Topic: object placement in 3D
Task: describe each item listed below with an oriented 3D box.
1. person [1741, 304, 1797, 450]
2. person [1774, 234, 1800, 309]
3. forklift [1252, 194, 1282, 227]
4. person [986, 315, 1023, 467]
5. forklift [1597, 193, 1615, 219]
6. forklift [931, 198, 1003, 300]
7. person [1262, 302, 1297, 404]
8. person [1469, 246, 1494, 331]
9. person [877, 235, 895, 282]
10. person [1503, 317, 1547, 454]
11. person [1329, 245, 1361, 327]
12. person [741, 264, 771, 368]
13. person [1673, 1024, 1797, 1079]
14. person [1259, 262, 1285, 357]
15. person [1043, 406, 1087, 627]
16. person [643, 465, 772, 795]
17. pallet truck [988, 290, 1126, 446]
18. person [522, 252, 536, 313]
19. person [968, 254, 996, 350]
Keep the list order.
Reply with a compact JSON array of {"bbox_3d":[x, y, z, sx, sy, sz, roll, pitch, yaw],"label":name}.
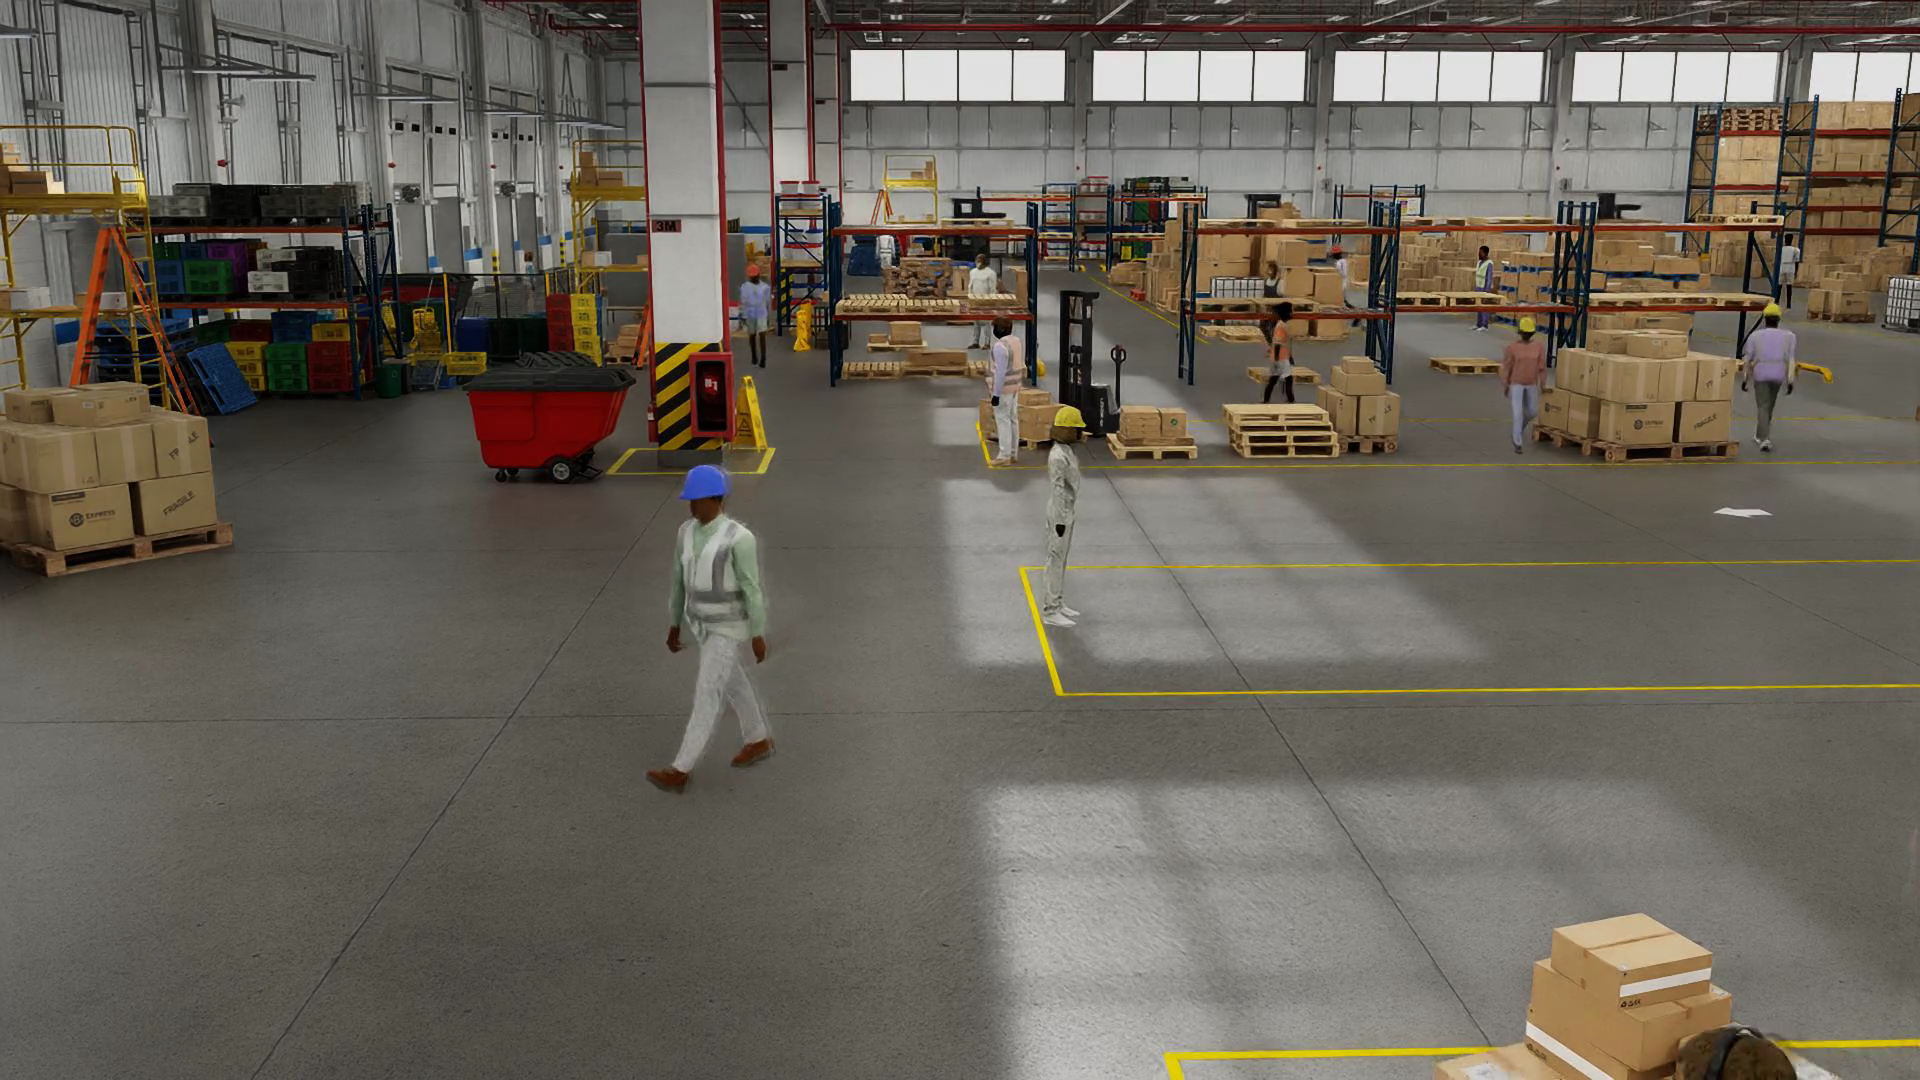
[{"bbox_3d":[10.479,-2.116,21.569,0.593,1.880,0.995,3,13,12],"label":"person"},{"bbox_3d":[21.611,-7.026,43.524,0.606,1.966,0.367,5,14,23],"label":"person"},{"bbox_3d":[10.095,-10.036,55.033,1.129,2.768,1.873,0,12,-1],"label":"forklift"},{"bbox_3d":[0.529,-1.816,20.284,0.429,1.843,0.627,6,14,23],"label":"person"},{"bbox_3d":[22.401,-10.677,57.928,1.873,2.768,1.129,1,13,4],"label":"forklift"},{"bbox_3d":[0.184,-8.091,46.251,1.873,2.768,1.129,-11,17,-41],"label":"forklift"},{"bbox_3d":[4.830,-2.664,24.493,0.785,1.661,0.545,2,13,11],"label":"person"},{"bbox_3d":[11.796,-5.669,37.504,0.379,1.917,0.597,-2,13,-10],"label":"person"},{"bbox_3d":[-2.351,-8.997,52.636,0.616,1.873,0.426,3,13,12],"label":"person"},{"bbox_3d":[7.225,-2.004,21.338,0.550,1.741,0.565,0,12,2],"label":"person"},{"bbox_3d":[8.864,-5.872,38.506,0.877,1.890,0.582,9,15,35],"label":"person"},{"bbox_3d":[-3.753,-4.148,30.701,0.546,1.895,0.852,0,12,-1],"label":"person"},{"bbox_3d":[1.519,1.897,3.378,0.607,1.904,0.642,9,15,36],"label":"person"},{"bbox_3d":[6.055,-4.455,32.219,0.522,1.831,0.434,12,17,42],"label":"person"},{"bbox_3d":[0.836,-0.197,13.197,0.324,1.743,0.490,3,13,12],"label":"person"},{"bbox_3d":[-1.475,0.499,9.698,0.643,1.892,1.019,11,17,42],"label":"person"},{"bbox_3d":[1.257,-2.299,22.111,1.885,1.965,0.823,-9,15,-35],"label":"pallet truck"},{"bbox_3d":[-10.518,-6.213,40.619,0.314,1.634,0.515,-7,14,-30],"label":"person"},{"bbox_3d":[0.434,-4.807,33.584,0.627,1.934,0.370,9,15,34],"label":"person"}]
